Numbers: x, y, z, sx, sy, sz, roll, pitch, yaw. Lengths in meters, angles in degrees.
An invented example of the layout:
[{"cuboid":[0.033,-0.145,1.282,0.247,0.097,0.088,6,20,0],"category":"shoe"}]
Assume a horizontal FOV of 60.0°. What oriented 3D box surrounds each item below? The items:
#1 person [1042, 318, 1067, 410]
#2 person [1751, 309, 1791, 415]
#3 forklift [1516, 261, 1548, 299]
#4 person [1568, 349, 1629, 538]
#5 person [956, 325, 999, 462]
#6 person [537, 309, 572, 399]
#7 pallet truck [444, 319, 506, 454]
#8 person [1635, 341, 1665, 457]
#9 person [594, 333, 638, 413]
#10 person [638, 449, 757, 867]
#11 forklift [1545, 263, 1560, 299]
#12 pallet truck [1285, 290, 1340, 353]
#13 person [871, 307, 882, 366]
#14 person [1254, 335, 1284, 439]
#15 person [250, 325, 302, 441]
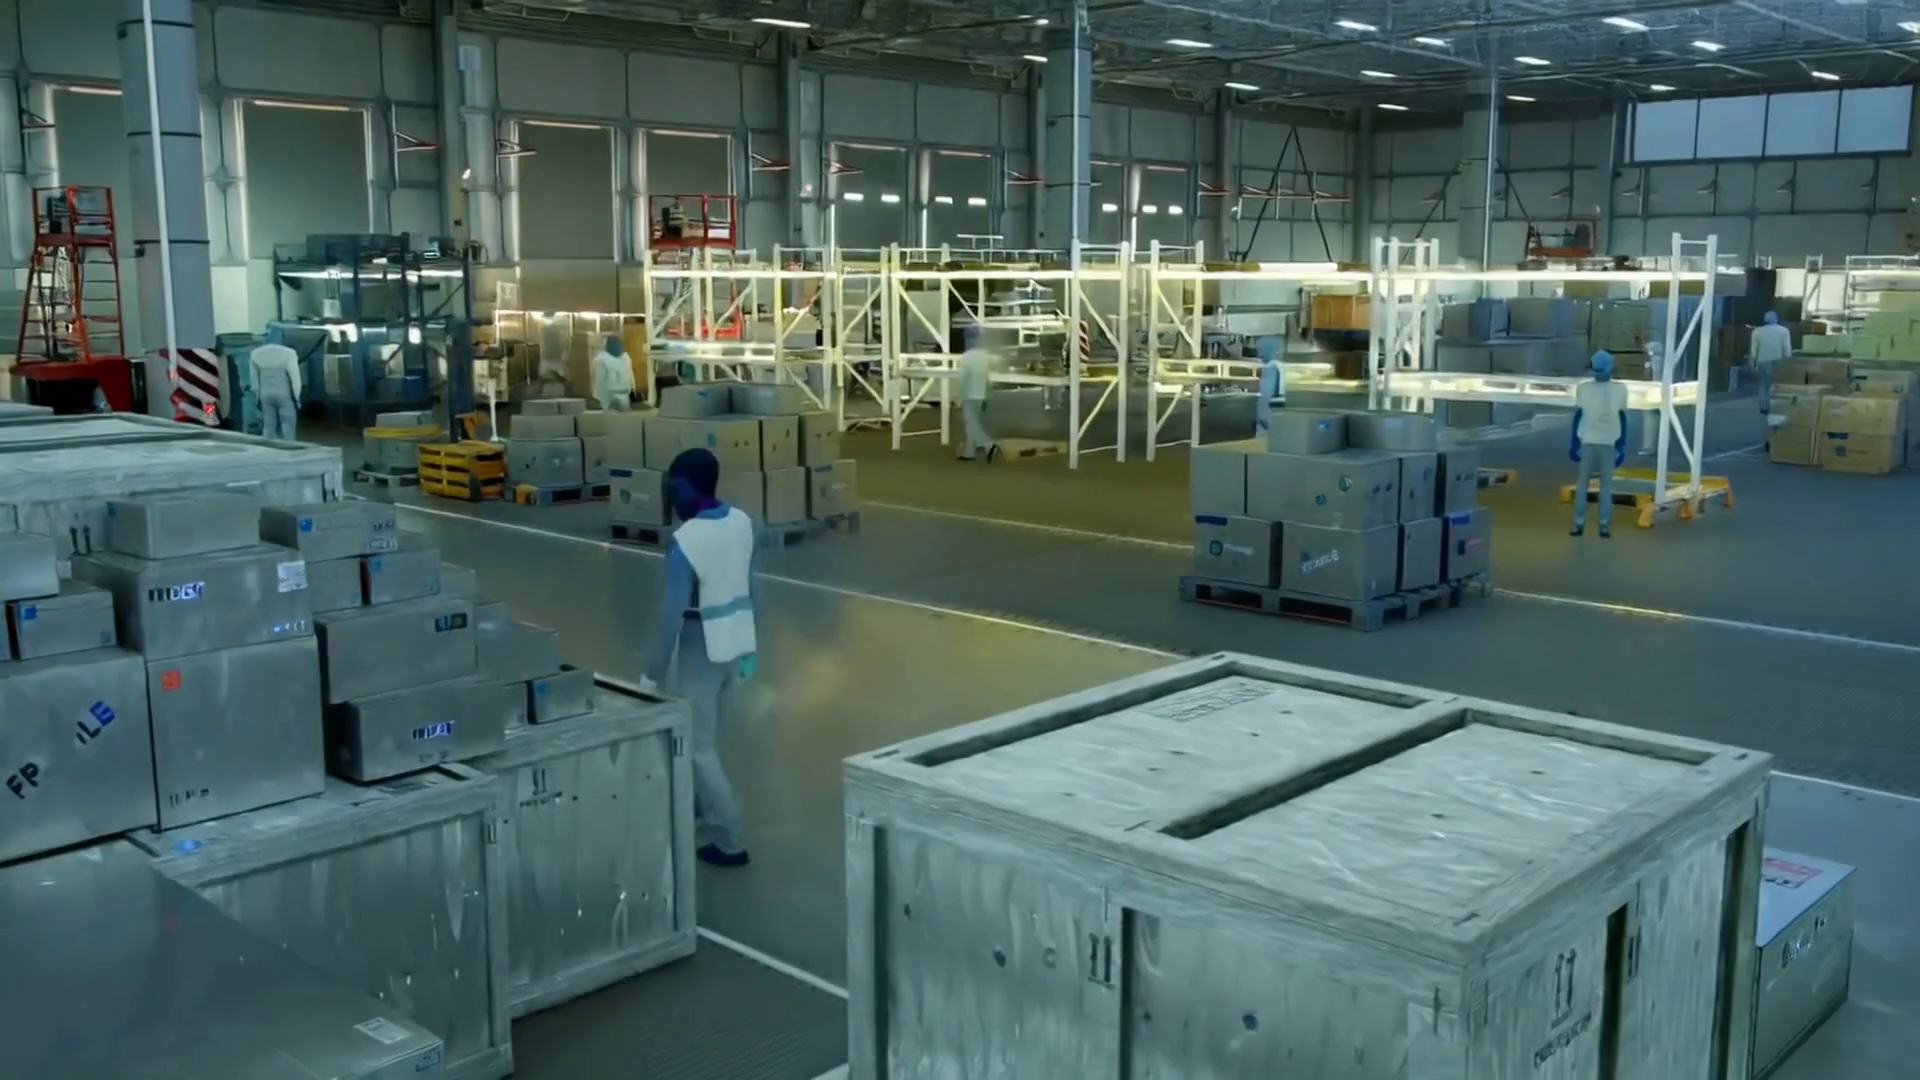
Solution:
[{"cuboid":[1.788,-3.319,31.414,0.485,1.737,0.345,-2,9,-11],"category":"person"},{"cuboid":[14.742,-3.228,30.263,0.646,1.922,0.446,5,11,29],"category":"person"},{"cuboid":[12.923,-4.937,37.813,1.873,2.768,1.129,9,13,43],"category":"forklift"},{"cuboid":[6.323,-0.951,16.461,0.521,1.874,0.328,4,10,24],"category":"person"},{"cuboid":[0.239,-1.976,22.665,0.751,1.903,0.591,8,12,39],"category":"person"},{"cuboid":[-7.882,-3.522,32.212,0.981,1.883,0.538,7,12,38],"category":"person"},{"cuboid":[-6.981,-1.942,22.150,1.885,1.965,0.823,1,9,9],"category":"pallet truck"},{"cuboid":[9.831,-2.000,23.602,0.517,1.639,0.313,-5,11,-29],"category":"person"},{"cuboid":[-4.665,-1.878,22.366,0.917,1.809,0.633,4,10,26],"category":"person"},{"cuboid":[-1.225,0.517,7.464,0.721,1.871,0.645,3,10,20],"category":"person"},{"cuboid":[16.241,-6.265,45.955,1.873,2.768,1.129,3,10,17],"category":"forklift"},{"cuboid":[11.297,-6.951,52.861,1.885,1.965,0.823,-5,11,-29],"category":"pallet truck"},{"cuboid":[-2.221,-5.406,44.523,0.314,1.632,0.521,-2,9,-11],"category":"person"},{"cuboid":[3.727,-1.497,19.807,0.559,1.873,0.600,4,10,23],"category":"person"},{"cuboid":[-8.881,-1.829,21.651,0.635,1.934,0.352,0,9,0],"category":"person"}]
